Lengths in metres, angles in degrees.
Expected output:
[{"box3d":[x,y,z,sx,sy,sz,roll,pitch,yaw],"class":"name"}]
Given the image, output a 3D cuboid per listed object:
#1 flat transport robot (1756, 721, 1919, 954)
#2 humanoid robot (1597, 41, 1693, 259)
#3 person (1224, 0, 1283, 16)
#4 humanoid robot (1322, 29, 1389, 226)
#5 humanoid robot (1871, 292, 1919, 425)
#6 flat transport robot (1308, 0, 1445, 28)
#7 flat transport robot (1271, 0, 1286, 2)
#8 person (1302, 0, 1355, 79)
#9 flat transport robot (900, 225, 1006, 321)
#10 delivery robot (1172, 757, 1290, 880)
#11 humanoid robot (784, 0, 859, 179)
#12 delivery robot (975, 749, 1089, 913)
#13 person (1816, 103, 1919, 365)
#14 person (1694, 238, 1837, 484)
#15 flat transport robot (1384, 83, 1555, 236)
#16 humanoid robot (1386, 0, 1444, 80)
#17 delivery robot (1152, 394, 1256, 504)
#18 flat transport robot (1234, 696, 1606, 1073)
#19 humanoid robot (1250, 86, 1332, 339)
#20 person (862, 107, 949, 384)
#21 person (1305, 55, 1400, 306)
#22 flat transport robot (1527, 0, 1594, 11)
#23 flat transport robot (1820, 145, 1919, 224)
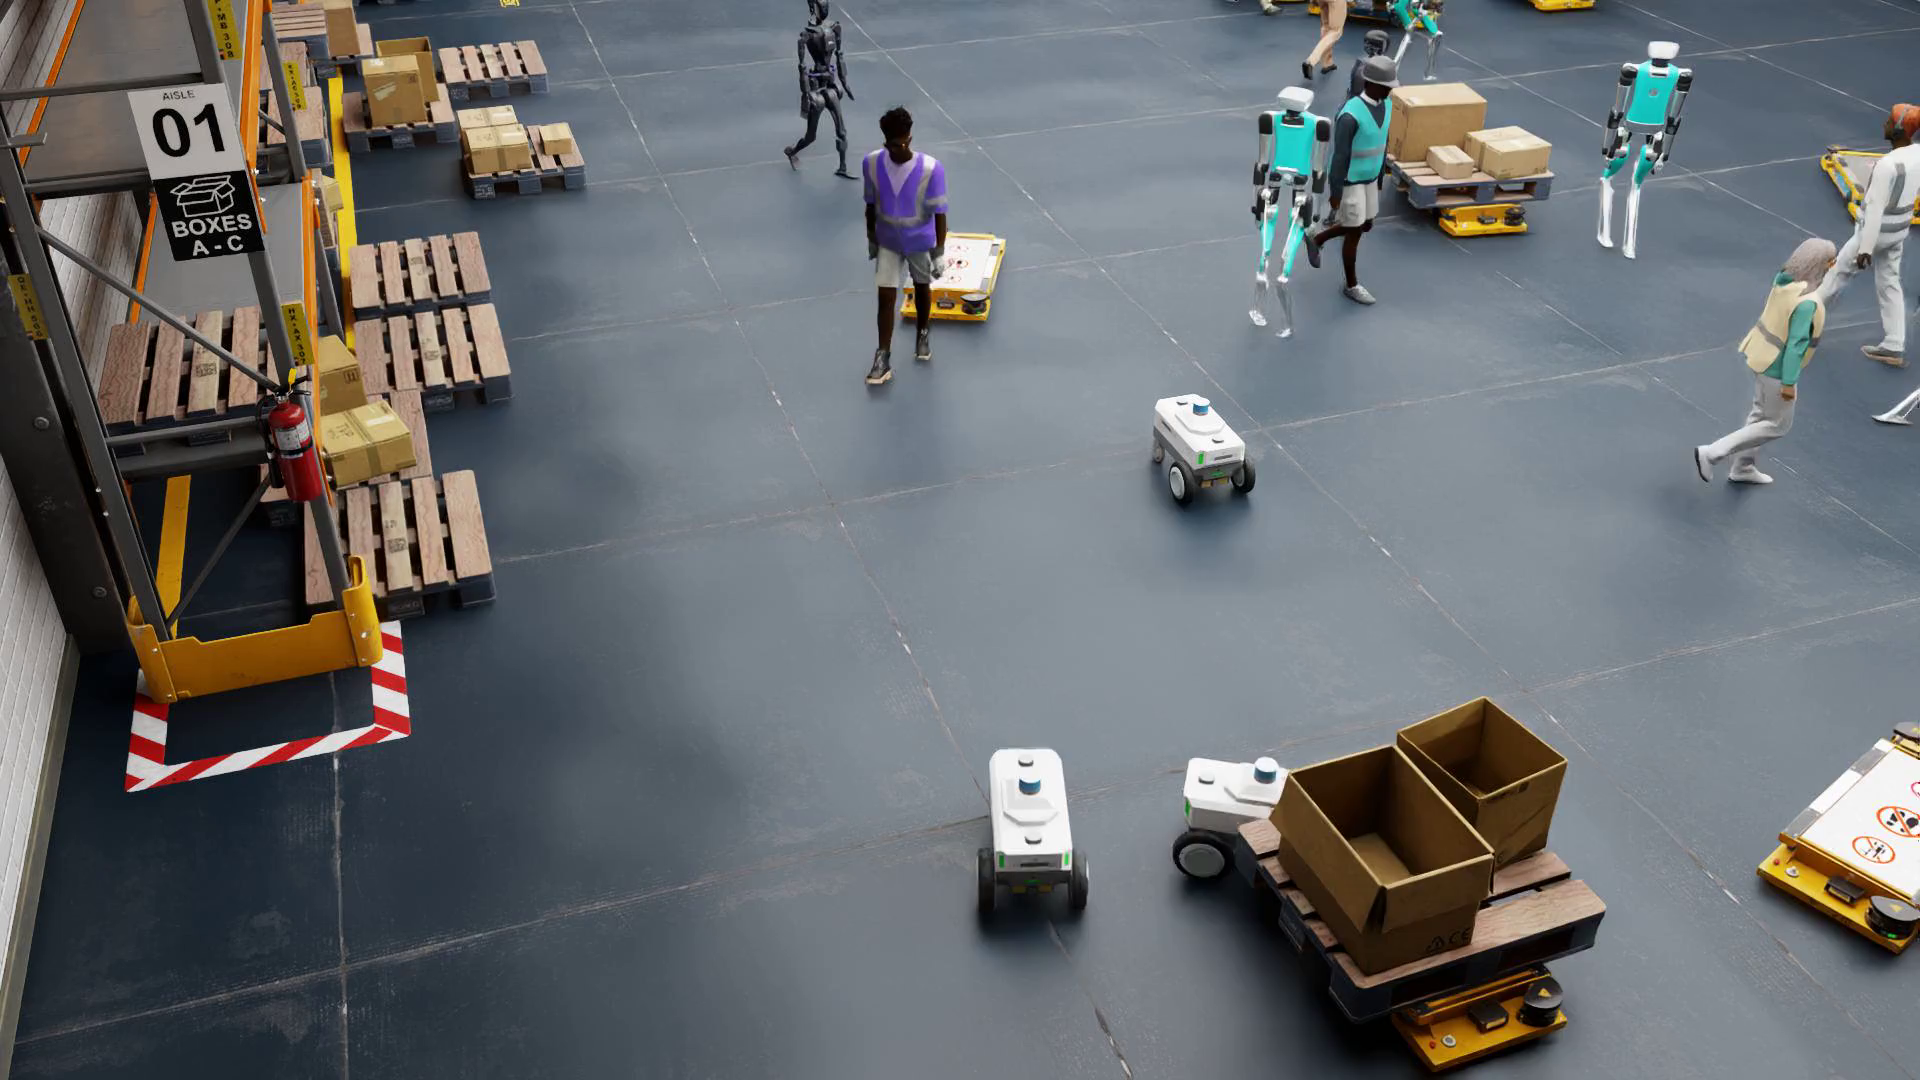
[{"box3d":[4.402,1.357,7.778,1.431,0.231,0.659,-25,41,-33],"class":"flat transport robot"},{"box3d":[5.429,-3.178,13.378,0.546,1.788,0.695,8,34,12],"class":"humanoid robot"},{"box3d":[3.416,-7.045,19.280,1.023,1.783,0.633,26,41,34],"class":"person"},{"box3d":[3.282,-3.397,13.793,0.392,1.639,0.609,-6,34,-9],"class":"humanoid robot"},{"box3d":[6.659,-1.520,10.871,0.921,1.776,0.575,0,33,-1],"class":"humanoid robot"},{"box3d":[4.862,-6.219,19.397,1.431,0.231,0.659,17,37,24],"class":"flat transport robot"},{"box3d":[3.846,-6.906,20.450,0.659,0.231,1.431,-4,33,-6],"class":"flat transport robot"},{"box3d":[3.800,-5.580,17.140,0.718,1.646,0.458,-26,41,-33],"class":"person"},{"box3d":[-0.038,-2.109,13.093,0.659,0.231,1.431,4,33,6],"class":"flat transport robot"},{"box3d":[1.361,1.264,7.671,0.805,0.609,0.499,7,34,11],"class":"delivery robot"},{"box3d":[-1.261,-4.048,14.812,0.730,1.637,0.608,24,40,32],"class":"humanoid robot"},{"box3d":[0.316,1.322,7.580,0.499,0.608,0.786,-1,33,-1],"class":"delivery robot"},{"box3d":[6.480,-2.185,11.782,0.616,1.830,0.989,-20,38,-28],"class":"person"},{"box3d":[4.912,-1.050,10.162,0.494,1.691,0.518,3,33,5],"class":"person"},{"box3d":[4.312,-3.003,14.464,0.659,0.231,1.431,-6,34,-8],"class":"flat transport robot"},{"box3d":[4.742,-5.580,17.117,0.805,1.807,0.532,-26,41,-34],"class":"humanoid robot"},{"box3d":[1.511,-0.618,10.524,0.499,0.572,0.747,-11,35,-16],"class":"delivery robot"},{"box3d":[1.943,1.663,7.307,0.659,0.231,1.431,-12,35,-18],"class":"flat transport robot"},{"box3d":[2.311,-2.326,12.086,0.561,1.778,0.763,14,36,21],"class":"humanoid robot"},{"box3d":[-0.384,-2.019,11.440,0.644,1.909,0.938,7,34,11],"class":"person"},{"box3d":[2.960,-2.765,12.596,0.587,1.910,0.717,-27,42,-35],"class":"person"},{"box3d":[6.989,-6.705,20.142,0.659,0.231,1.431,-8,34,-13],"class":"flat transport robot"},{"box3d":[8.101,-3.127,14.655,0.659,0.231,1.431,7,34,10],"class":"flat transport robot"}]
